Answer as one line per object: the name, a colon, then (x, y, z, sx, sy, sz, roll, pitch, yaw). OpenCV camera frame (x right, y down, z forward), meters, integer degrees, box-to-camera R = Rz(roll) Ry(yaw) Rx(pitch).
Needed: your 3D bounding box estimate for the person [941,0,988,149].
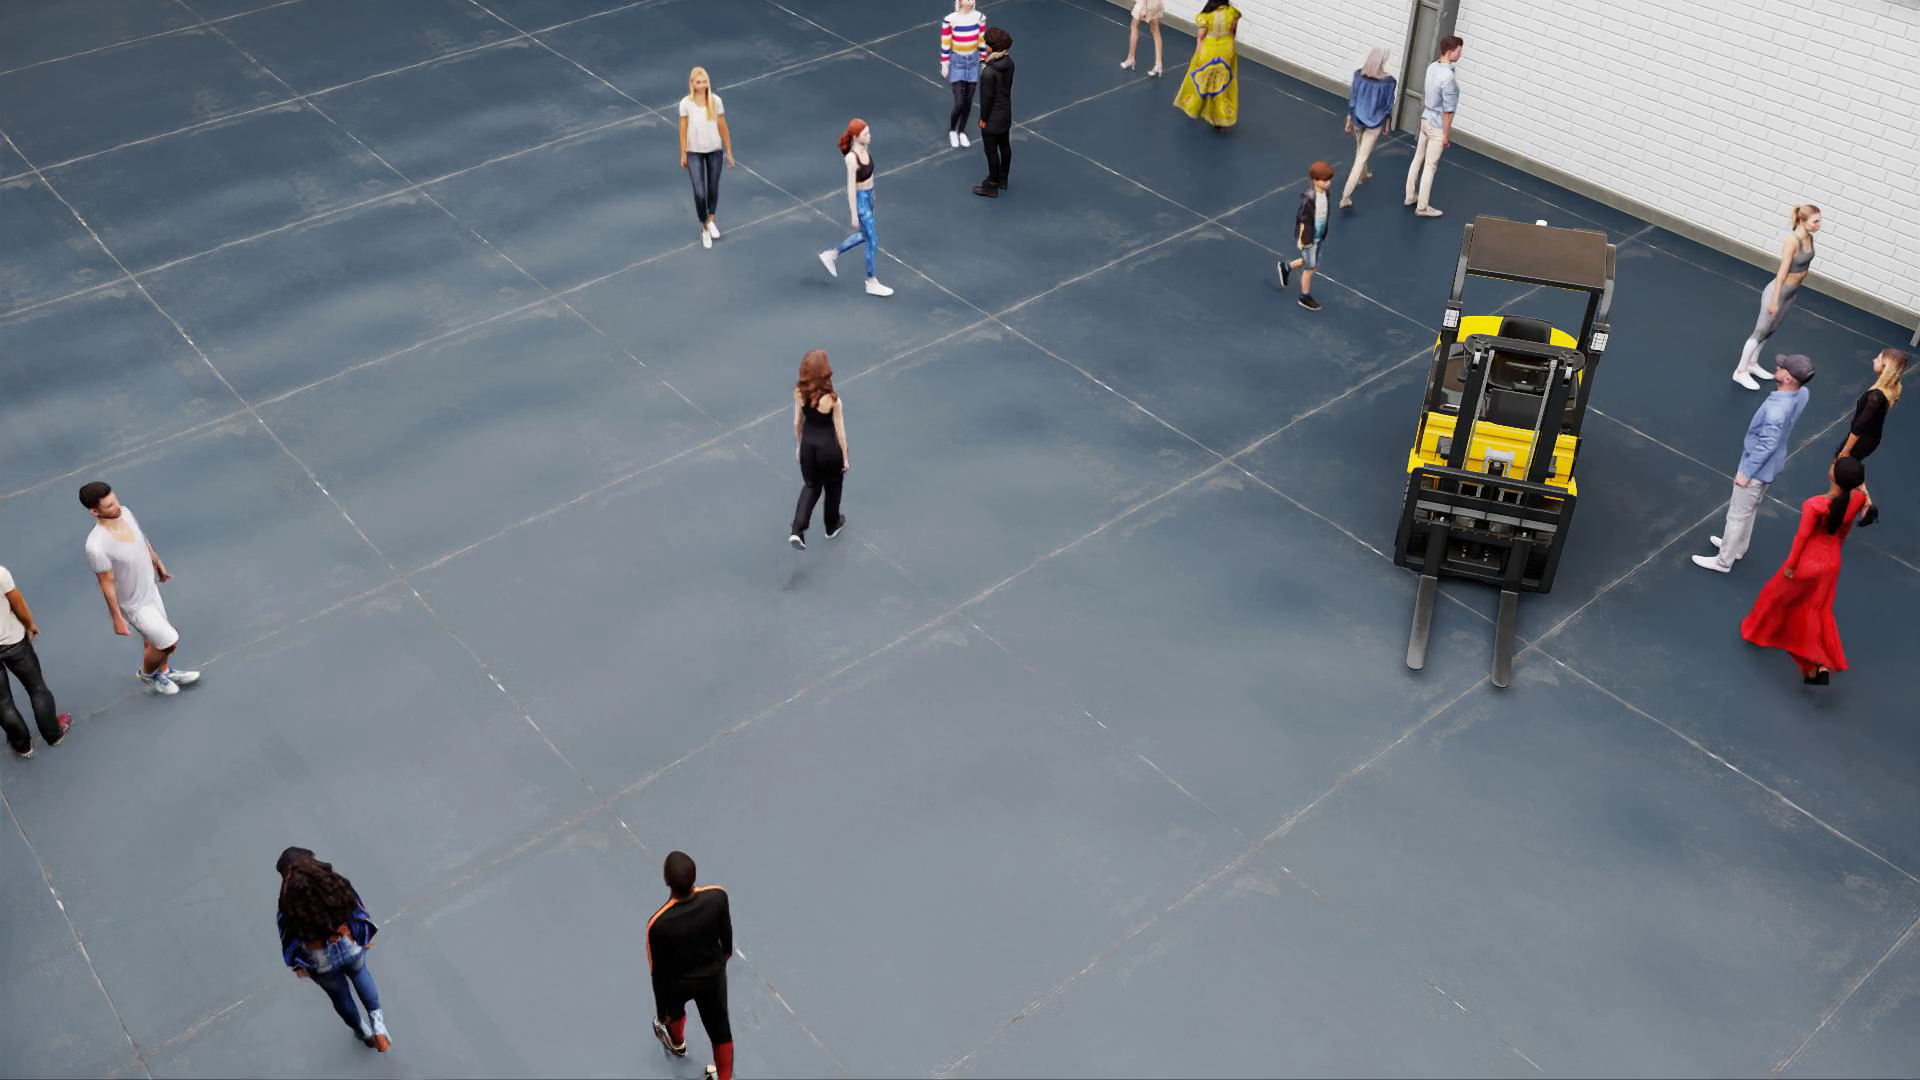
person: (0.019, -5.169, 18.082, 0.730, 1.794, 0.697, -14, 41, -17)

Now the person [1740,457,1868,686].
person: (5.868, 0.234, 11.359, 0.930, 1.752, 1.171, -8, 39, -10)

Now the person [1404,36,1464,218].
person: (4.796, -4.198, 16.825, 0.794, 1.846, 0.669, -7, 39, -9)

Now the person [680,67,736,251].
person: (-2.540, -3.826, 16.400, 0.777, 1.794, 0.851, -13, 40, -16)

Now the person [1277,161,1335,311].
person: (3.226, -2.861, 15.483, 0.572, 1.431, 0.819, -31, 48, -33)

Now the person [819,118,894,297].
person: (-0.992, -3.108, 15.528, 1.039, 1.770, 0.912, 9, 39, 11)

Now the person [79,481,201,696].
person: (-5.602, 0.369, 11.115, 0.980, 1.834, 0.888, -4, 39, -5)

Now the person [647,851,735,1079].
person: (-1.346, 2.348, 8.679, 0.749, 1.782, 0.982, -22, 44, -25)

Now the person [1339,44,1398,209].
person: (4.124, -4.181, 16.972, 1.165, 1.646, 0.857, 25, 45, 28)

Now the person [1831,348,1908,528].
person: (6.882, -0.683, 12.568, 0.743, 1.665, 0.631, 27, 46, 30)

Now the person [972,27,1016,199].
person: (0.374, -4.408, 17.141, 0.684, 1.779, 0.695, 23, 44, 26)

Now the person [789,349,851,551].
person: (-1.078, -0.622, 12.441, 0.973, 1.729, 0.905, 15, 41, 18)

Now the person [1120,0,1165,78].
person: (2.304, -6.261, 19.517, 0.859, 1.709, 0.693, 26, 45, 29)

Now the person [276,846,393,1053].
person: (-3.330, 2.255, 8.932, 0.627, 1.612, 0.658, -28, 47, -31)

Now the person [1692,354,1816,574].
person: (5.892, -0.566, 12.244, 0.591, 1.887, 0.666, 32, 48, 33)

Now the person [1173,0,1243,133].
person: (2.857, -5.338, 18.428, 1.075, 1.637, 1.184, -6, 39, -7)

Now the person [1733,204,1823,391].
person: (7.069, -2.117, 14.334, 0.563, 1.702, 0.502, -29, 47, -31)

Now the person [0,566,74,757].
person: (-6.249, 0.674, 10.770, 0.686, 1.799, 0.584, -27, 46, -30)
